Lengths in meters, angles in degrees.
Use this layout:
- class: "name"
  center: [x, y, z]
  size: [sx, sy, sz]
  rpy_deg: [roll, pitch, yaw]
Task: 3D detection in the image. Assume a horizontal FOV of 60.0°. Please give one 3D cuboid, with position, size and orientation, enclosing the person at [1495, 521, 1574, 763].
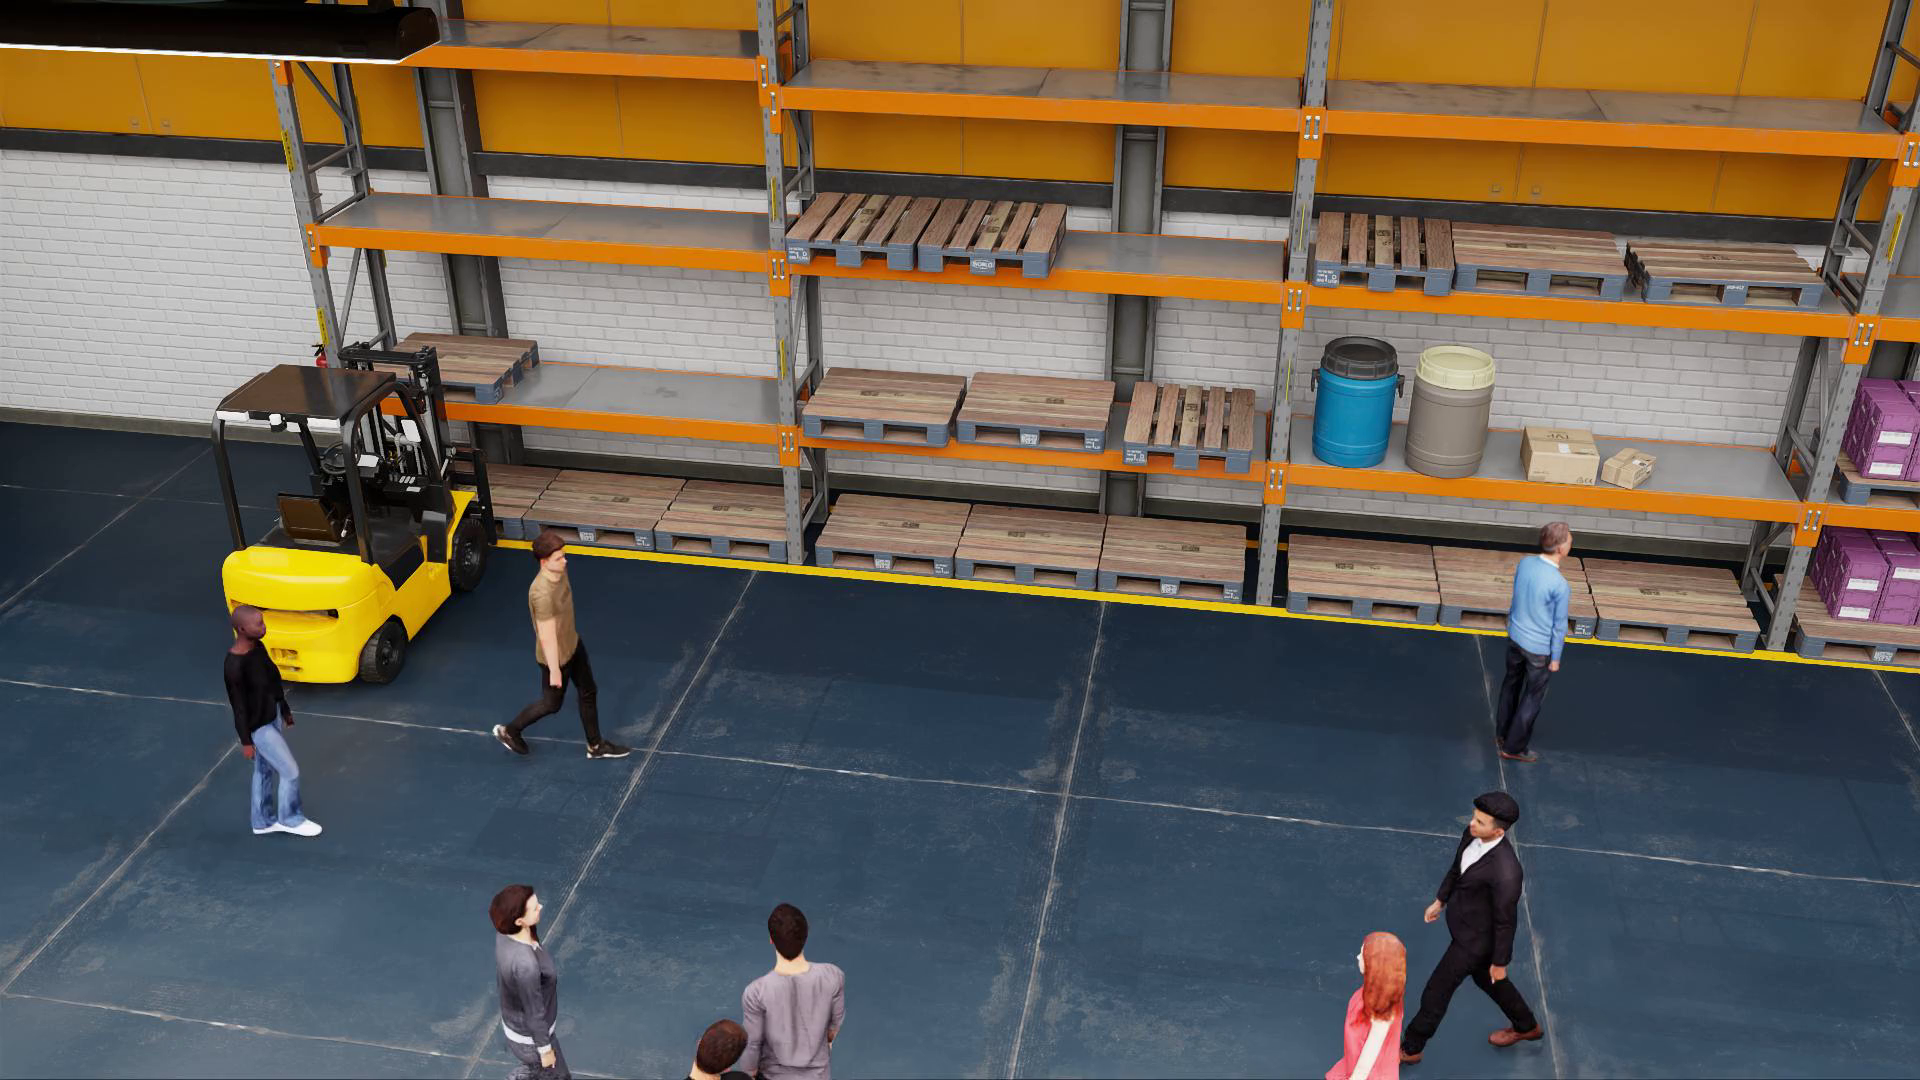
- class: "person"
  center: [3.984, 0.686, 11.609]
  size: [0.816, 1.817, 0.788]
  rpy_deg: [-12, 31, -21]

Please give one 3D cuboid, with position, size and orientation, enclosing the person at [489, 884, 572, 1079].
- class: "person"
  center: [-2.240, 2.485, 8.382]
  size: [0.994, 1.751, 0.910]
  rpy_deg: [-15, 32, -25]

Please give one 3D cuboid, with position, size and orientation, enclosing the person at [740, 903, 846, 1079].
- class: "person"
  center: [-0.782, 2.641, 8.018]
  size: [0.846, 1.824, 0.927]
  rpy_deg: [-10, 30, -17]

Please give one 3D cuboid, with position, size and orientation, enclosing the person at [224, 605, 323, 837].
- class: "person"
  center: [-4.608, 1.202, 10.755]
  size: [0.776, 1.729, 0.693]
  rpy_deg: [-2, 29, -3]

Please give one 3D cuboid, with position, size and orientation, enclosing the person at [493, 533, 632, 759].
- class: "person"
  center: [-2.848, 0.776, 11.437]
  size: [1.181, 1.824, 0.743]
  rpy_deg: [1, 29, 3]

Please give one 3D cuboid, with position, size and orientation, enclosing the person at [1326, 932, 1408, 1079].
- class: "person"
  center: [2.070, 2.648, 8.029]
  size: [0.890, 1.802, 0.609]
  rpy_deg: [4, 29, 8]

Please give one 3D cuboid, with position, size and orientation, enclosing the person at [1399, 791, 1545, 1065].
- class: "person"
  center: [2.877, 2.109, 8.979]
  size: [1.261, 1.839, 0.827]
  rpy_deg: [1, 29, 2]
